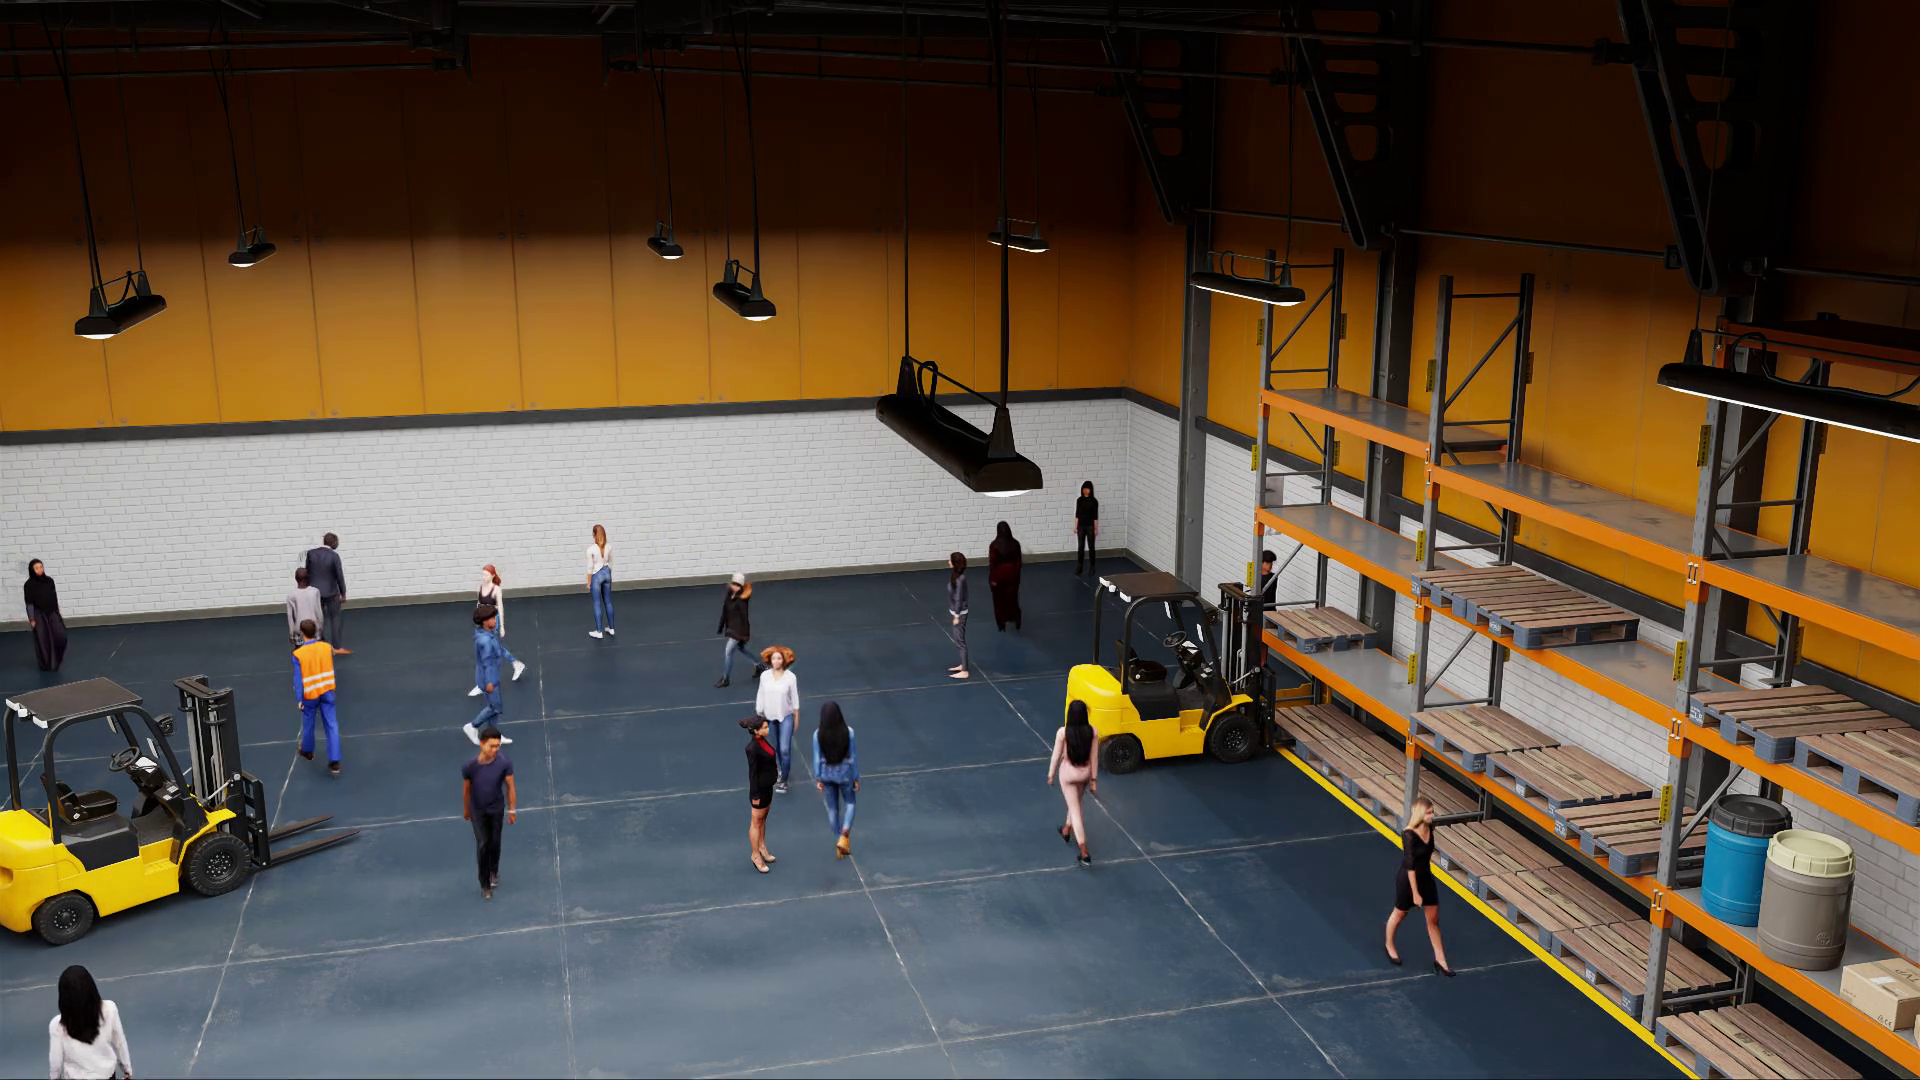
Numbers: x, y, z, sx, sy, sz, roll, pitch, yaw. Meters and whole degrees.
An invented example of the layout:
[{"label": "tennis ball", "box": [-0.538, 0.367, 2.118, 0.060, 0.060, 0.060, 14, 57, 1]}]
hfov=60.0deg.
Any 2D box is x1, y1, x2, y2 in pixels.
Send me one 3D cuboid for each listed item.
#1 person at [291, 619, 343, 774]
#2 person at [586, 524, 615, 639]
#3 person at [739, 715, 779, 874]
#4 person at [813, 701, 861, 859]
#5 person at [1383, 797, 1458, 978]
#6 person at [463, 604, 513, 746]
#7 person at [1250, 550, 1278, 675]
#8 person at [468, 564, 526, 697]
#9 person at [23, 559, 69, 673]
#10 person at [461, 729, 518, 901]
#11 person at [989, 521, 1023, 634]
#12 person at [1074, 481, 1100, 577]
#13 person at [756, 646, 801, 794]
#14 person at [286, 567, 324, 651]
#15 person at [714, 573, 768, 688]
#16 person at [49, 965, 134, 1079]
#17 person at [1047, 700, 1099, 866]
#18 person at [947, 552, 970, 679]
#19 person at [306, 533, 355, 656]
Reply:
[{"label": "person", "box": [-7.515, 1.865, 19.547, 1.084, 1.817, 1.327, -12, 18, -42]}, {"label": "person", "box": [-5.392, 0.602, 24.969, 0.706, 1.720, 0.690, 12, 18, 40]}, {"label": "person", "box": [-2.037, 2.573, 16.999, 0.728, 1.640, 0.665, 2, 14, 8]}, {"label": "person", "box": [-1.281, 2.511, 17.136, 0.739, 1.696, 0.810, 1, 14, 5]}, {"label": "person", "box": [4.005, 3.075, 14.920, 0.782, 1.643, 1.026, -9, 16, -34]}, {"label": "person", "box": [-5.844, 1.681, 20.348, 0.786, 1.796, 0.762, -2, 14, -7]}, {"label": "person", "box": [4.201, 1.006, 23.141, 0.636, 1.794, 0.610, -6, 15, -24]}, {"label": "person", "box": [-6.291, 1.186, 22.513, 1.157, 1.741, 1.173, 9, 16, 33]}, {"label": "person", "box": [-12.924, 1.038, 23.405, 0.872, 1.608, 0.808, 9, 16, 33]}, {"label": "person", "box": [-4.692, 2.653, 16.460, 0.691, 1.737, 0.892, -3, 14, -13]}, {"label": "person", "box": [0.701, 0.597, 24.946, 0.689, 1.740, 0.830, -5, 14, -19]}, {"label": "person", "box": [2.182, -0.223, 28.548, 0.642, 1.639, 0.688, 6, 15, 25]}, {"label": "person", "box": [-2.062, 2.010, 19.225, 0.962, 1.687, 1.144, 4, 14, 15]}, {"label": "person", "box": [-8.759, 1.219, 22.309, 0.693, 1.771, 0.684, -12, 18, -40]}, {"label": "person", "box": [-2.980, 1.210, 22.722, 0.931, 1.594, 1.069, -8, 16, -28]}, {"label": "person", "box": [-6.094, 3.836, 11.725, 0.959, 1.666, 1.130, -13, 19, -43]}, {"label": "person", "box": [1.213, 2.522, 17.143, 0.682, 1.672, 1.169, -4, 14, -18]}, {"label": "person", "box": [-0.006, 1.022, 23.136, 0.694, 1.766, 0.506, -1, 14, -5]}, {"label": "person", "box": [-9.247, 0.779, 24.085, 0.944, 1.792, 0.791, -2, 14, -7]}]
